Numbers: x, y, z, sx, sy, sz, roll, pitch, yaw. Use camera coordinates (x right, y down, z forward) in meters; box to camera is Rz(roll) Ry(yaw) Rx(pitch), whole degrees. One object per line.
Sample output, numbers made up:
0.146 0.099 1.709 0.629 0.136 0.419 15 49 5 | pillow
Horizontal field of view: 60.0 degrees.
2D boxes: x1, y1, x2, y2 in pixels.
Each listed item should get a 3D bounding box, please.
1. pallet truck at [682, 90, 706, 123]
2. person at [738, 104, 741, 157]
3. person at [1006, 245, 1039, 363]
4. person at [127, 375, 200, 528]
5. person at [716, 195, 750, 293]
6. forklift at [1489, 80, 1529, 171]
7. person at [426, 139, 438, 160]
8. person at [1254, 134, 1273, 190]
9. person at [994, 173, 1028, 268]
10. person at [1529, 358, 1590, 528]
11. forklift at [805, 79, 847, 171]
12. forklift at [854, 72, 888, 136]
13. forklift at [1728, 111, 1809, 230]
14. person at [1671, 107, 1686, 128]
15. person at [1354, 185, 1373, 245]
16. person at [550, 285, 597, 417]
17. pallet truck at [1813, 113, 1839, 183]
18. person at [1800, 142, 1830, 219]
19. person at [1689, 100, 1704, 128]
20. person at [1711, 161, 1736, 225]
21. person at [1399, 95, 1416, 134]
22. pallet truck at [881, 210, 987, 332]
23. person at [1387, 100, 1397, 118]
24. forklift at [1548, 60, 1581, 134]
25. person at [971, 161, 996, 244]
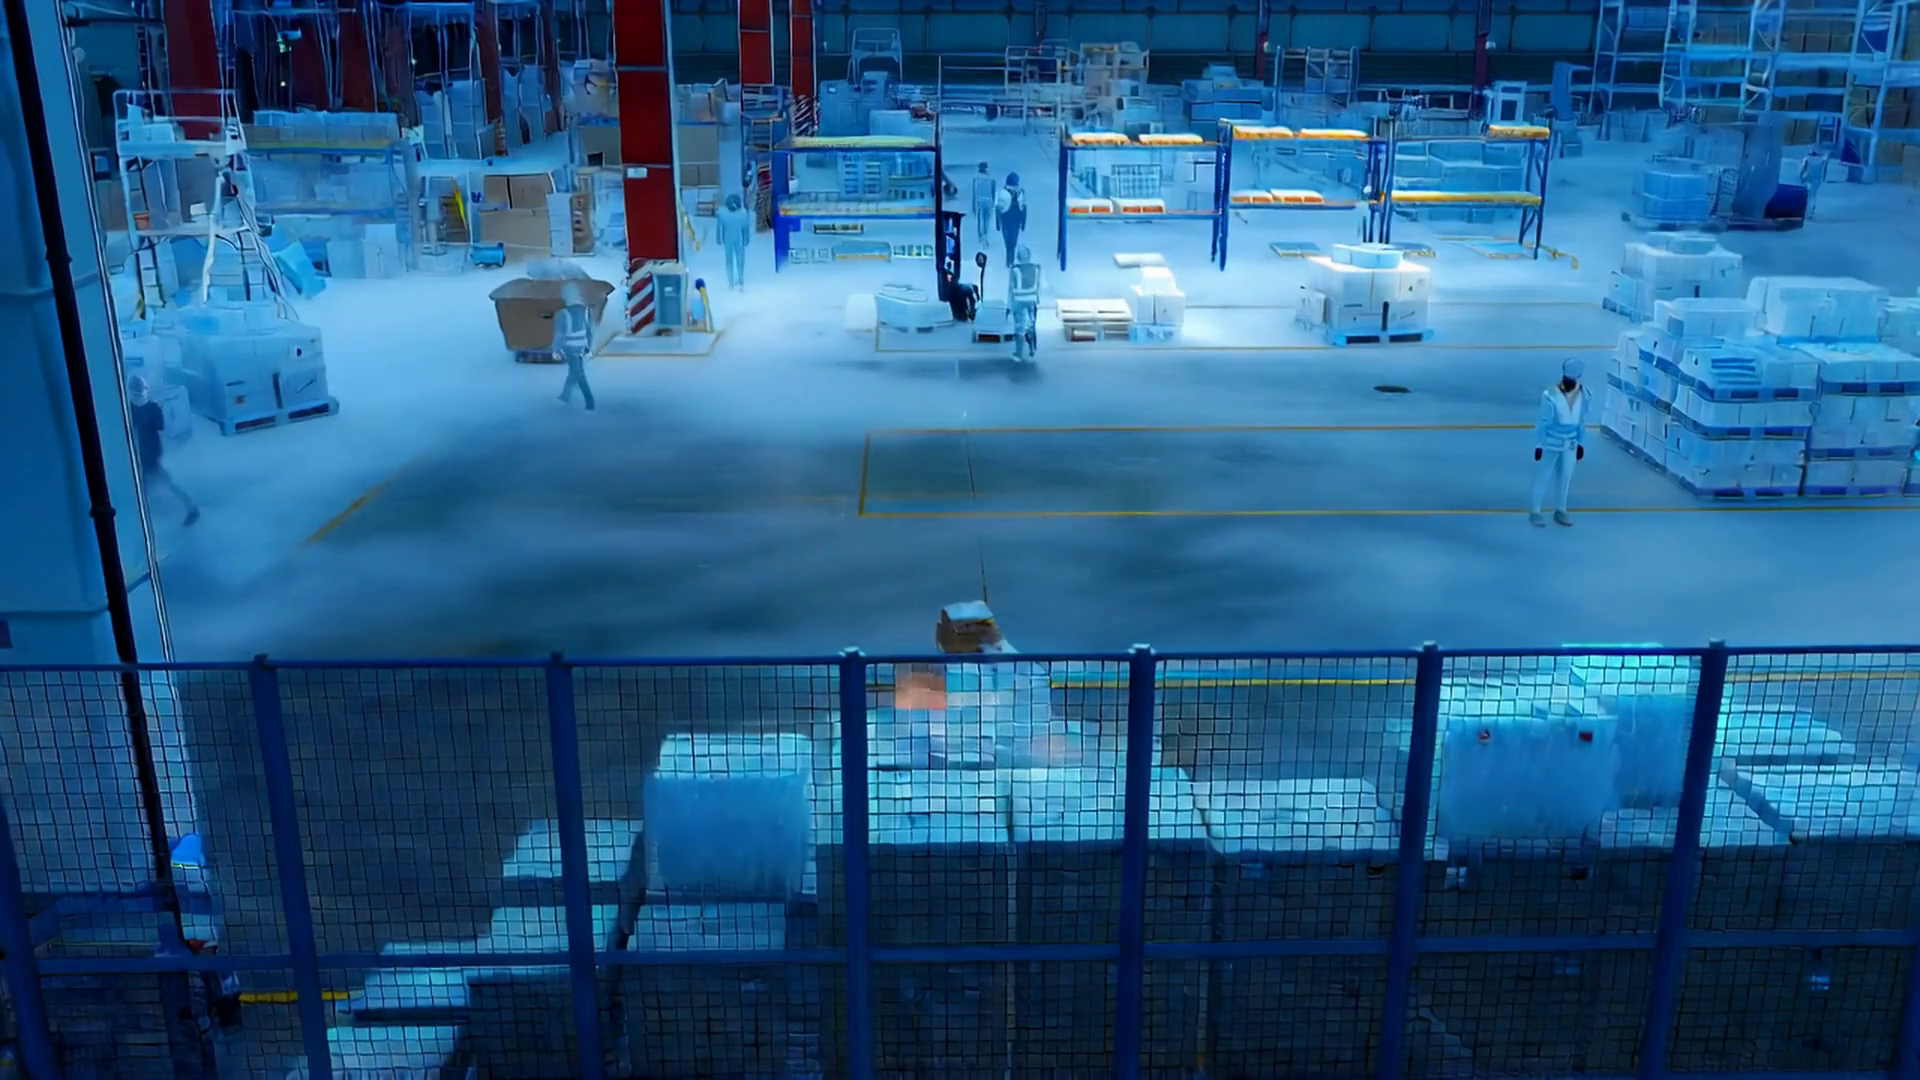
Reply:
-9.671 -15.907 62.421 0.823 1.965 1.885 5 19 15 | pallet truck
-7.333 -13.805 56.289 0.355 1.930 0.587 0 19 -1 | person
1.005 -3.768 26.588 0.575 1.881 0.356 -10 21 -27 | person
-8.825 -0.931 18.250 0.526 1.840 0.912 7 20 19 | person
-4.435 -5.807 32.636 0.668 1.874 1.020 -5 19 -14 | person
17.587 -13.331 53.418 1.129 2.768 1.873 -1 19 -1 | forklift
-14.602 -10.259 46.129 0.315 1.695 0.541 -11 22 -30 | person
8.677 -10.832 47.673 0.433 1.811 0.747 -8 20 -23 | person
1.058 -6.892 35.611 0.710 2.000 0.987 -5 19 -13 | person
6.696 -1.080 18.533 0.612 1.939 0.425 -4 19 -11 | person
-4.097 -13.405 53.639 1.129 2.768 1.873 -17 25 -40 | forklift
-3.003 -15.007 58.391 1.129 2.768 1.873 -6 20 -18 | forklift
19.730 -9.053 40.727 1.873 2.768 1.129 -1 19 -2 | forklift
25.268 -14.450 58.700 0.793 1.605 0.526 -3 19 -9 | person
8.381 -6.410 34.464 0.450 1.853 0.560 0 19 1 | person
-5.508 -2.673 23.401 0.955 1.835 0.610 10 21 28 | person
26.403 -11.957 50.702 0.823 1.965 1.885 6 19 16 | pallet truck
21.935 -9.247 42.772 0.636 1.935 0.380 15 24 38 | person
26.853 -15.191 60.766 0.531 1.693 0.320 0 19 -1 | person
18.976 -8.605 41.350 0.533 1.611 0.526 -11 21 -29 | person
16.247 -15.214 60.526 0.552 1.886 0.907 -2 19 -6 | person
-0.493 -4.759 29.349 1.885 1.965 0.823 -13 23 -34 | pallet truck
15.775 -15.391 61.383 0.545 1.673 0.674 -4 19 -13 | person
23.757 -17.640 66.201 1.873 2.768 1.129 0 19 -1 | forklift
0.543 -7.840 38.649 0.596 1.904 0.811 -1 19 -2 | person
